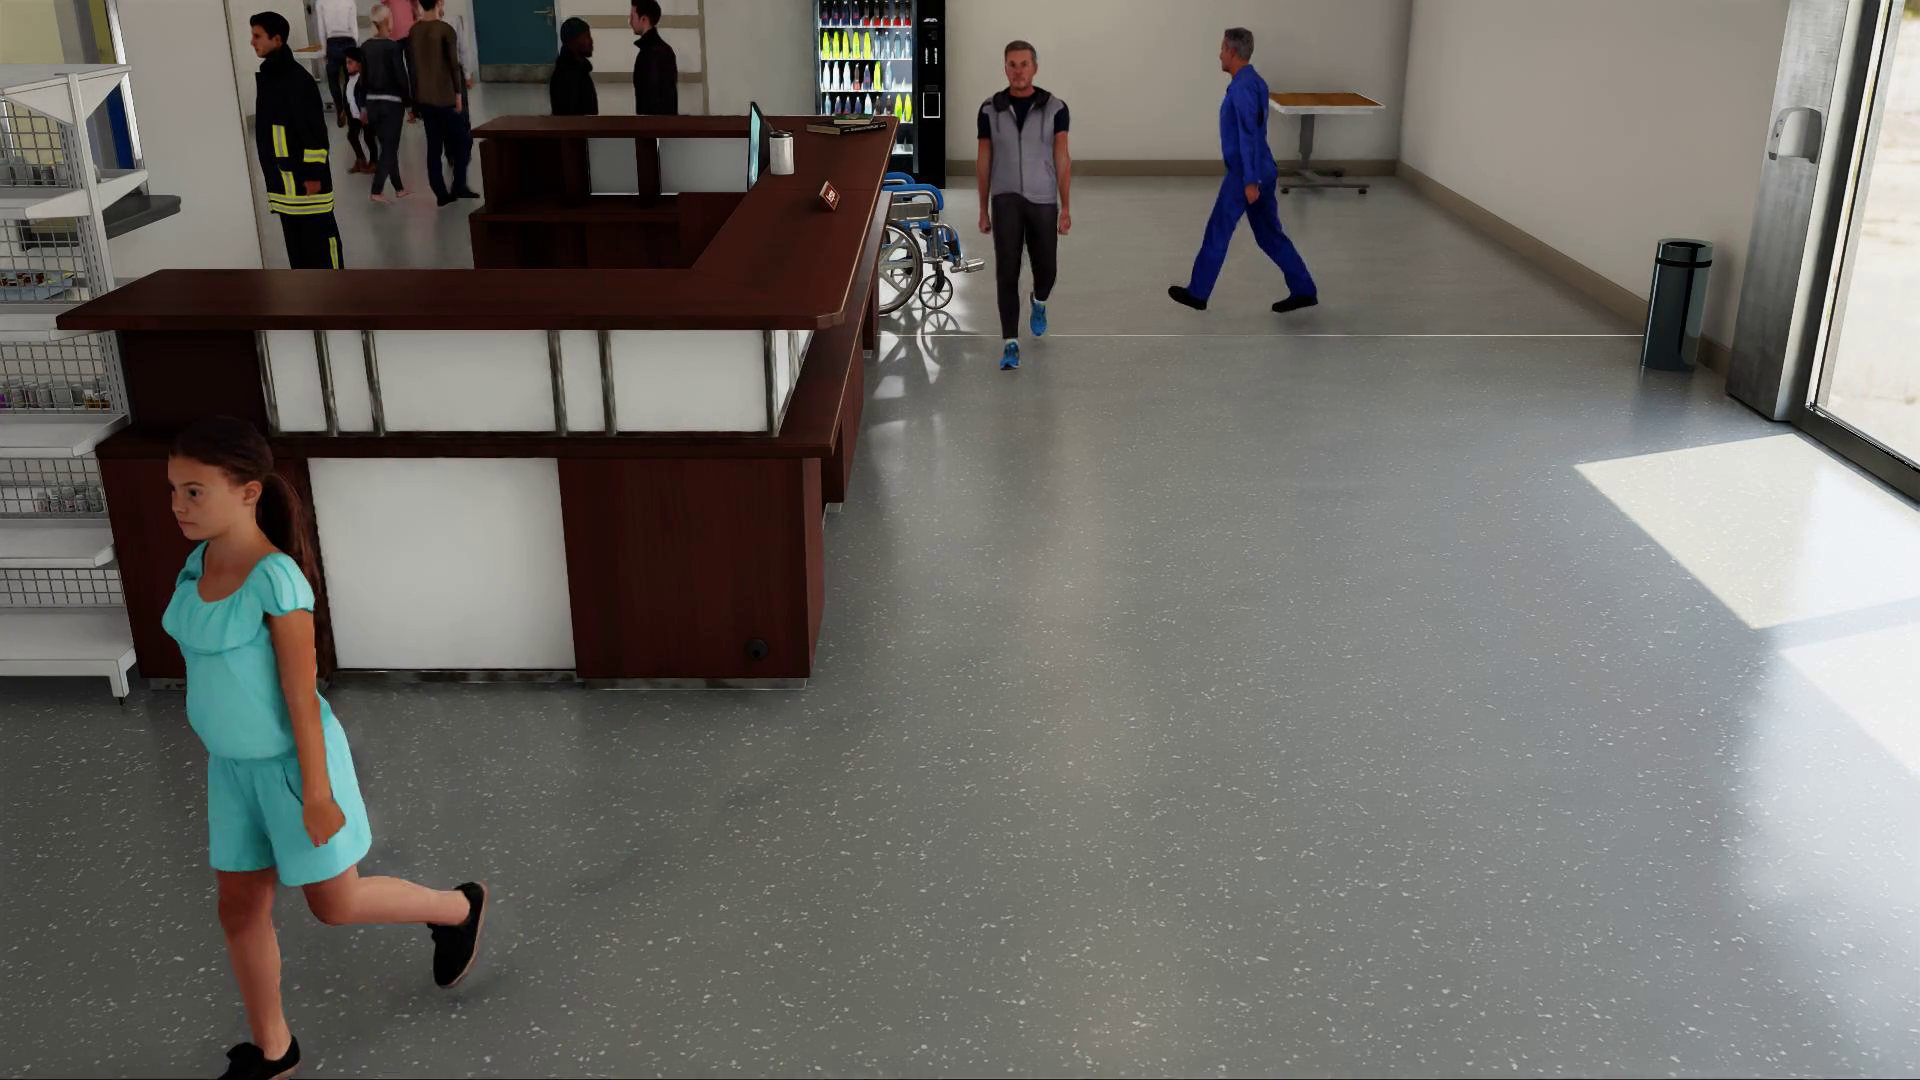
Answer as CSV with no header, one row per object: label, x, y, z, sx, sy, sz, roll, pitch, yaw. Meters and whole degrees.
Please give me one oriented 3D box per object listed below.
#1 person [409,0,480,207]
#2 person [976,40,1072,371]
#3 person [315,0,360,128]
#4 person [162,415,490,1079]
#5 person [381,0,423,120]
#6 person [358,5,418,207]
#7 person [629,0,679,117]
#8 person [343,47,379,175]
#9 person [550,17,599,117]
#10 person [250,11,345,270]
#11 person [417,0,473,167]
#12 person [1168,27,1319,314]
person,-4.616,-3.867,14.587,0.663,1.868,0.792,7,22,17
person,0.377,-1.905,9.495,1.009,1.805,0.806,2,21,5
person,-7.352,-5.826,19.783,0.795,1.850,0.813,-8,22,-20
person,-1.414,0.463,3.619,0.984,1.539,0.970,15,25,34
person,-7.015,-6.288,20.880,1.101,1.938,0.948,-9,22,-22
person,-5.109,-3.816,14.701,1.056,1.692,0.939,9,23,23
person,-2.146,-2.982,12.206,0.755,1.900,0.691,1,21,3
person,-5.866,-4.239,16.432,0.610,1.218,0.677,16,26,36
person,-2.722,-2.670,11.513,0.650,1.805,0.681,0,21,1
person,-4.138,-2.314,10.406,0.880,1.925,0.951,18,27,39
person,-5.283,-4.758,17.025,0.732,1.808,0.846,-9,22,-22
person,1.913,-2.257,10.481,1.334,1.765,1.085,7,22,17
